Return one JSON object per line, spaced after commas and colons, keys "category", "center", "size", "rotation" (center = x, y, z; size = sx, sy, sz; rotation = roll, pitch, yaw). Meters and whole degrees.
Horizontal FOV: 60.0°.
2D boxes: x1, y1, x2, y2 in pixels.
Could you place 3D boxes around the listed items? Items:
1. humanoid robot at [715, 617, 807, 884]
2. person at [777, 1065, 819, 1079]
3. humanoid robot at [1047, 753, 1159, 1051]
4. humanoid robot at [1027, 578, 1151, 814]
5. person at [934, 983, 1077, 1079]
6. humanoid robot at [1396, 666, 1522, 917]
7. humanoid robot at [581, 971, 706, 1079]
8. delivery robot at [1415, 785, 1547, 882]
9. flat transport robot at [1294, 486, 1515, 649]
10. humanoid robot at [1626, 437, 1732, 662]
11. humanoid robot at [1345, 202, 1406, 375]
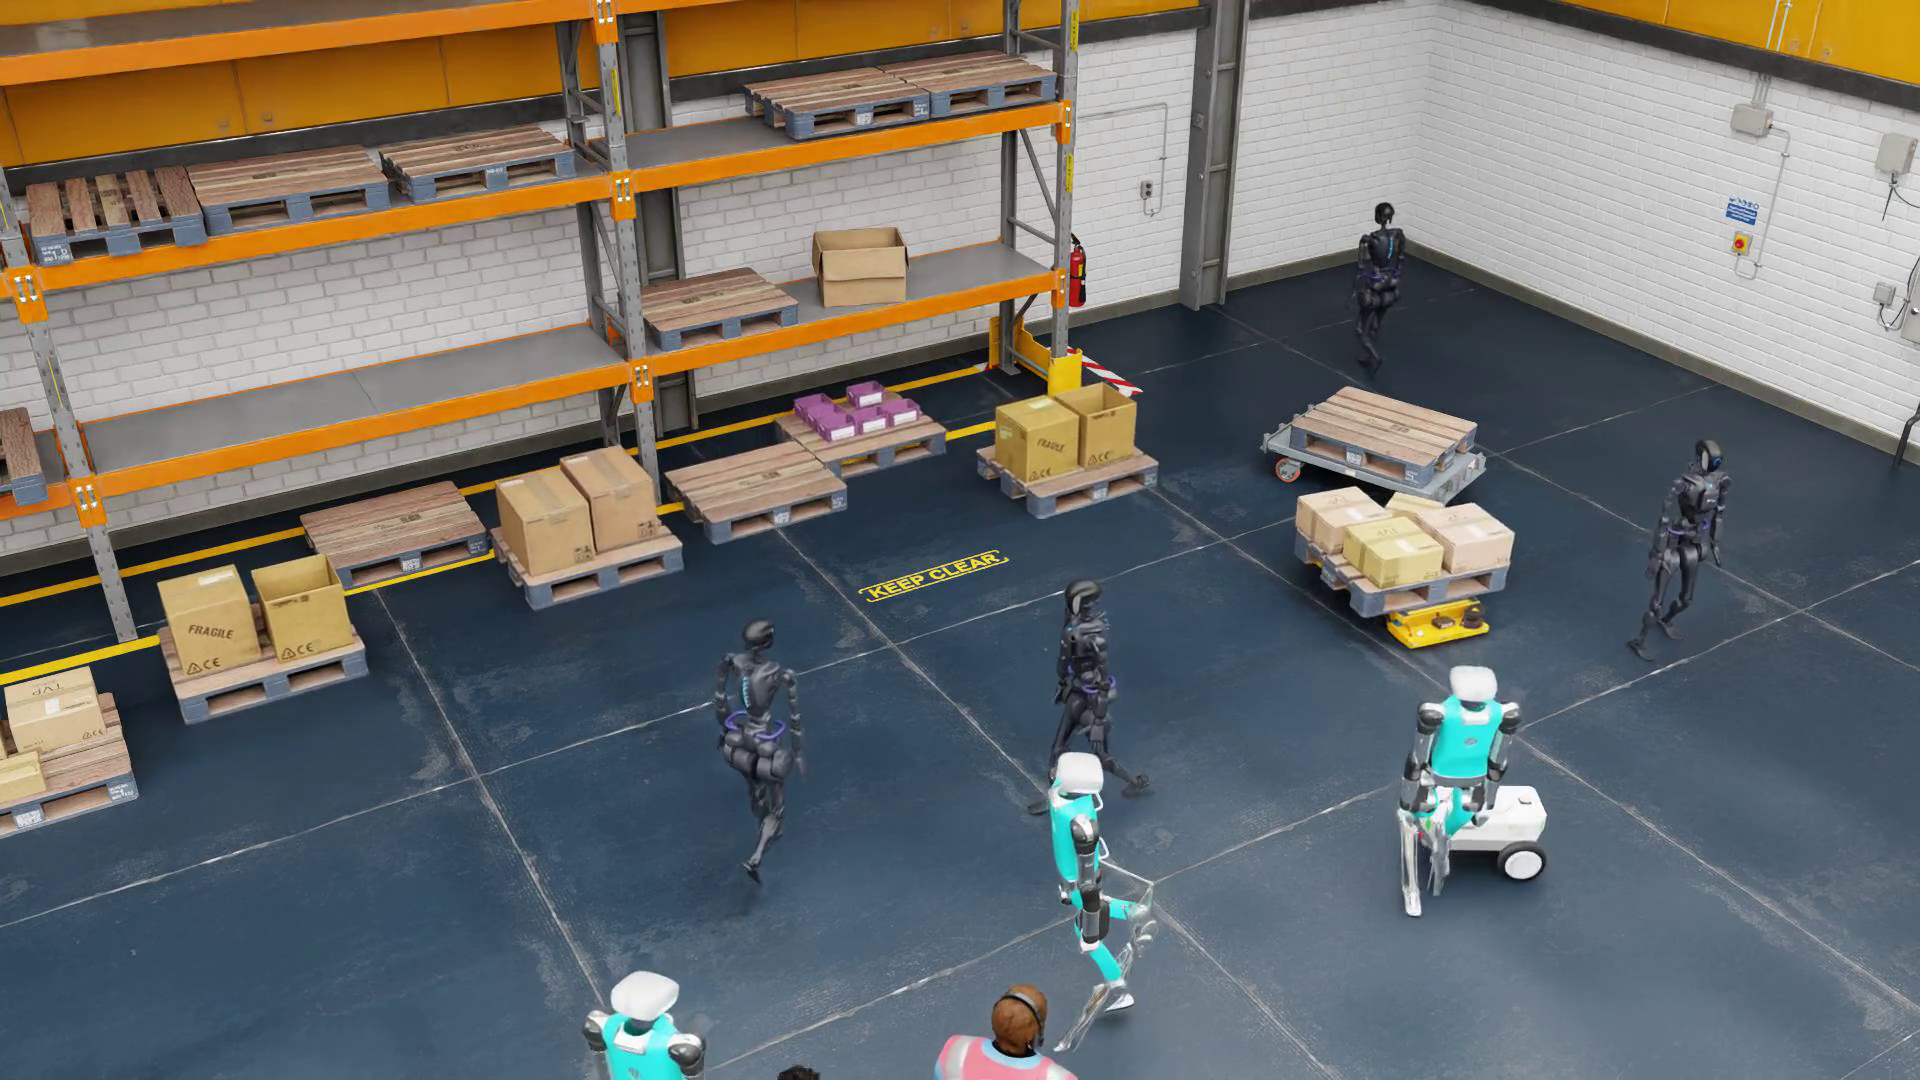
{"category": "humanoid robot", "center": [-1.198, 1.189, 9.450], "size": [0.601, 1.643, 0.575], "rotation": [12, 32, 21]}
{"category": "person", "center": [-0.608, 2.732, 6.701], "size": [0.547, 1.666, 0.718], "rotation": [-3, 30, -4]}
{"category": "humanoid robot", "center": [0.774, 1.804, 8.318], "size": [0.796, 1.804, 0.539], "rotation": [-6, 30, -10]}
{"category": "humanoid robot", "center": [0.804, 0.938, 9.947], "size": [0.772, 1.649, 0.610], "rotation": [-11, 31, -19]}
{"category": "person", "center": [0.210, 2.563, 6.855], "size": [0.630, 1.836, 0.432], "rotation": [12, 31, 20]}
{"category": "humanoid robot", "center": [2.630, 1.365, 9.144], "size": [0.532, 1.857, 0.747], "rotation": [0, 29, -1]}
{"category": "humanoid robot", "center": [-1.171, 2.443, 7.179], "size": [0.552, 1.787, 0.889], "rotation": [10, 31, 18]}
{"category": "delivery robot", "center": [3.047, 1.645, 9.753], "size": [0.745, 0.576, 0.501], "rotation": [1, 29, 1]}
{"category": "flat transport robot", "center": [3.250, 0.326, 12.397], "size": [0.659, 0.231, 1.431], "rotation": [-10, 31, -17]}
{"category": "humanoid robot", "center": [4.984, 0.023, 11.519], "size": [0.587, 1.642, 0.417], "rotation": [-11, 31, -18]}
{"category": "humanoid robot", "center": [3.997, -2.372, 15.741], "size": [0.591, 1.640, 0.497], "rotation": [-13, 32, -22]}
